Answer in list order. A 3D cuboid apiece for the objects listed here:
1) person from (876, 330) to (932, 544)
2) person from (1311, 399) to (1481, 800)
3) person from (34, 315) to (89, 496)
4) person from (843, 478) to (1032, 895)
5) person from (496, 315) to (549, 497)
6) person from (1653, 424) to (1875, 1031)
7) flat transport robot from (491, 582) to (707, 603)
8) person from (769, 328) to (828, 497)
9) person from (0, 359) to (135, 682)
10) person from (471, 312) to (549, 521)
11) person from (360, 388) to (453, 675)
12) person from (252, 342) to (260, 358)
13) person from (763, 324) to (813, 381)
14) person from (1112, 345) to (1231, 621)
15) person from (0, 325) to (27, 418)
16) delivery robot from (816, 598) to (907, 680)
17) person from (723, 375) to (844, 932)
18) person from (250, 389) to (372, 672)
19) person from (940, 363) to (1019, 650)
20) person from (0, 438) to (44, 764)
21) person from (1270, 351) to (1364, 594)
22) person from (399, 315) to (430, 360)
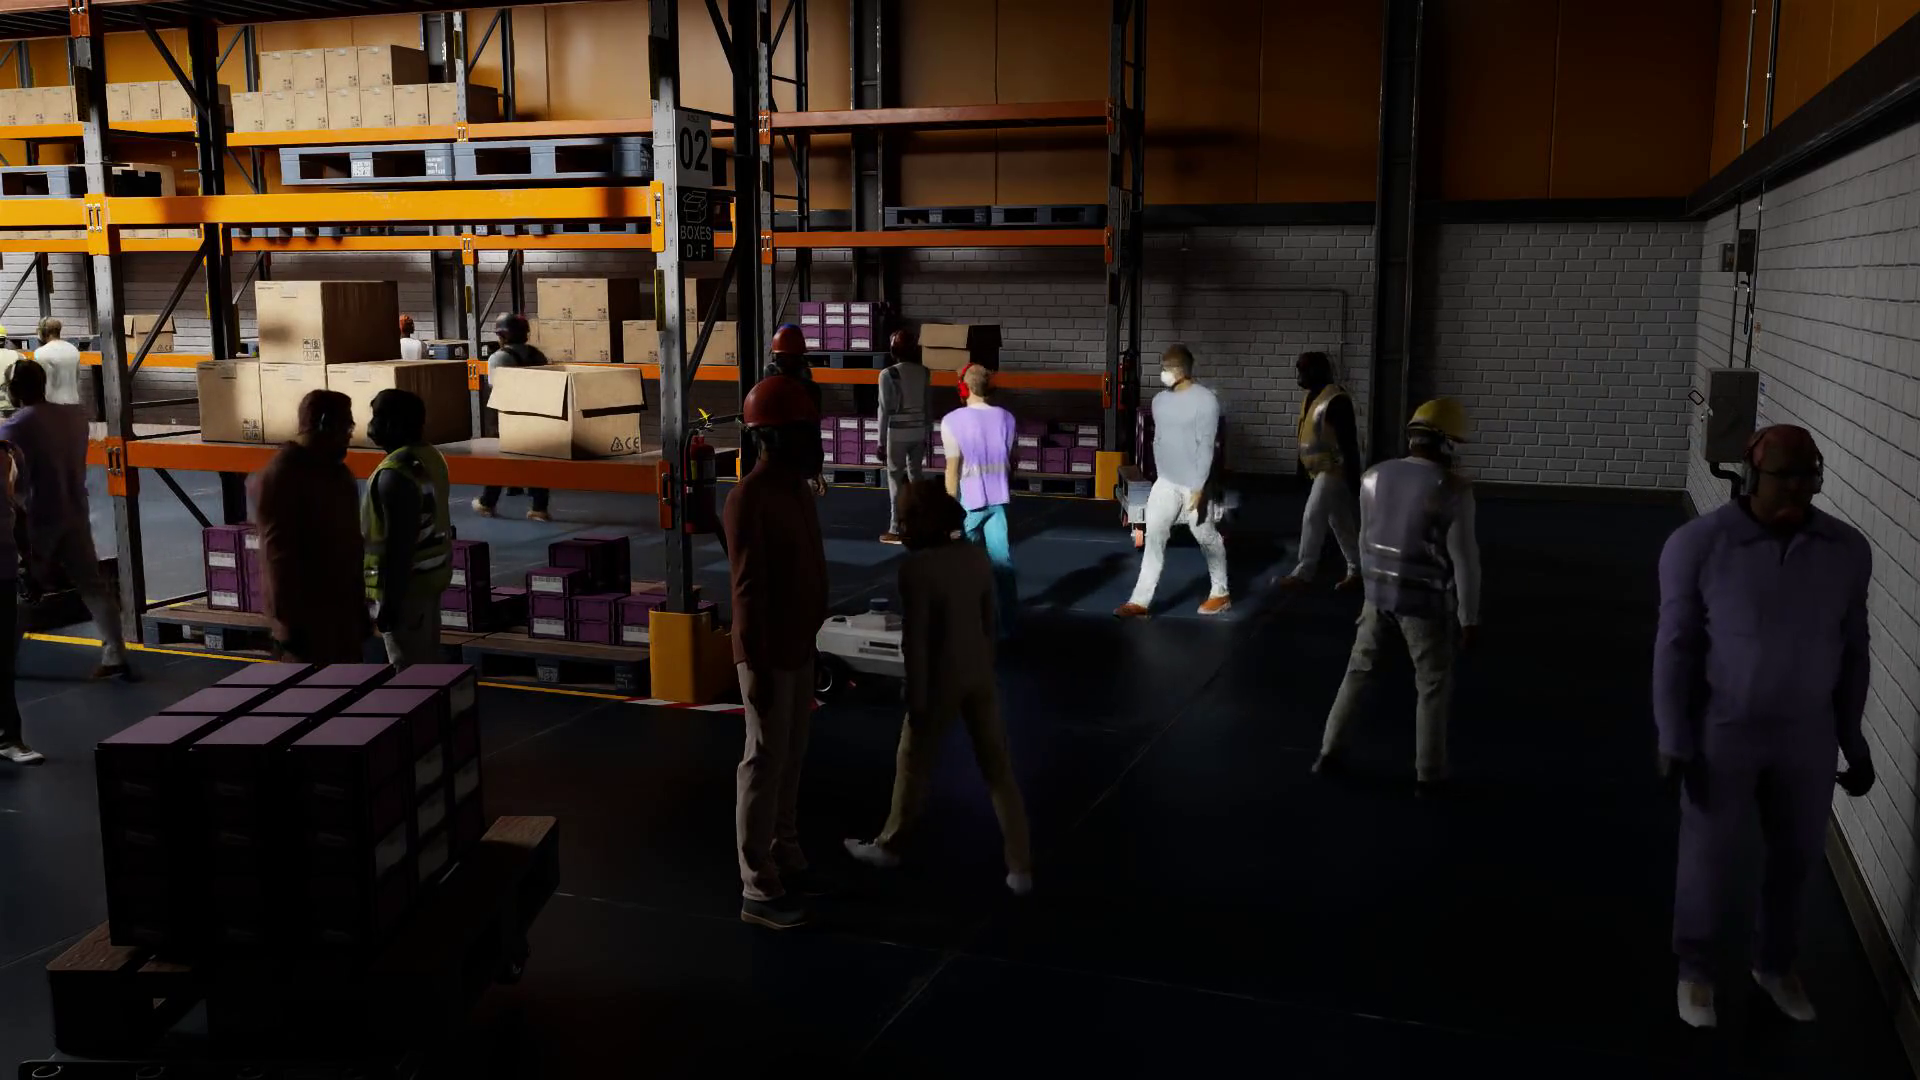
[{"bbox_3d":[-0.491,-0.901,14.633,0.590,1.875,0.347,-8,12,-39],"label":"person"},{"bbox_3d":[1.997,0.269,7.521,0.540,1.806,0.761,-8,12,-41],"label":"person"},{"bbox_3d":[-9.486,-1.392,17.523,0.354,1.936,0.635,1,9,6],"label":"person"},{"bbox_3d":[-0.044,0.556,6.389,0.839,1.584,0.579,9,12,43],"label":"person"},{"bbox_3d":[-4.688,-1.427,17.744,0.542,1.938,0.358,3,9,16],"label":"person"},{"bbox_3d":[2.512,0.586,5.214,0.664,1.908,0.403,1,9,5],"label":"person"},{"bbox_3d":[-2.527,0.410,11.423,1.431,0.197,0.652,3,10,21],"label":"flat transport robot"},{"bbox_3d":[-1.191,-0.476,11.589,0.609,1.995,0.378,-8,12,-42],"label":"person"},{"bbox_3d":[-5.278,-0.100,9.603,1.039,1.884,0.652,3,10,20],"label":"person"},{"bbox_3d":[-4.333,-1.211,16.060,0.972,2.000,0.699,8,12,41],"label":"person"},{"bbox_3d":[-2.567,0.221,7.686,0.429,1.842,0.630,-1,9,-5],"label":"person"},{"bbox_3d":[-5.866,-0.784,14.077,0.516,1.828,0.945,-8,12,-41],"label":"person"},{"bbox_3d":[-1.463,-0.869,14.205,0.406,1.946,0.608,8,12,40],"label":"person"},{"bbox_3d":[1.520,-0.385,11.372,1.020,1.889,0.644,-7,12,-39],"label":"person"},{"bbox_3d":[-10.652,-1.493,18.485,0.404,1.831,0.600,5,10,29],"label":"person"},{"bbox_3d":[-0.446,0.569,9.241,0.707,0.478,0.477,5,10,26],"label":"delivery robot"},{"bbox_3d":[-0.649,0.401,6.075,0.376,1.997,0.612,2,9,13],"label":"person"},{"bbox_3d":[-2.693,0.300,7.088,0.485,1.873,0.696,1,9,7],"label":"person"},{"bbox_3d":[0.080,-0.228,10.636,0.576,1.791,0.955,-5,11,-31],"label":"person"},{"bbox_3d":[-4.639,0.155,7.841,0.374,1.925,0.595,5,10,29],"label":"person"},{"bbox_3d":[2.688,-0.492,12.314,0.900,1.792,0.650,-1,9,-5],"label":"person"},{"bbox_3d":[-6.614,-1.749,19.937,0.350,1.882,0.583,8,12,42],"label":"person"}]
